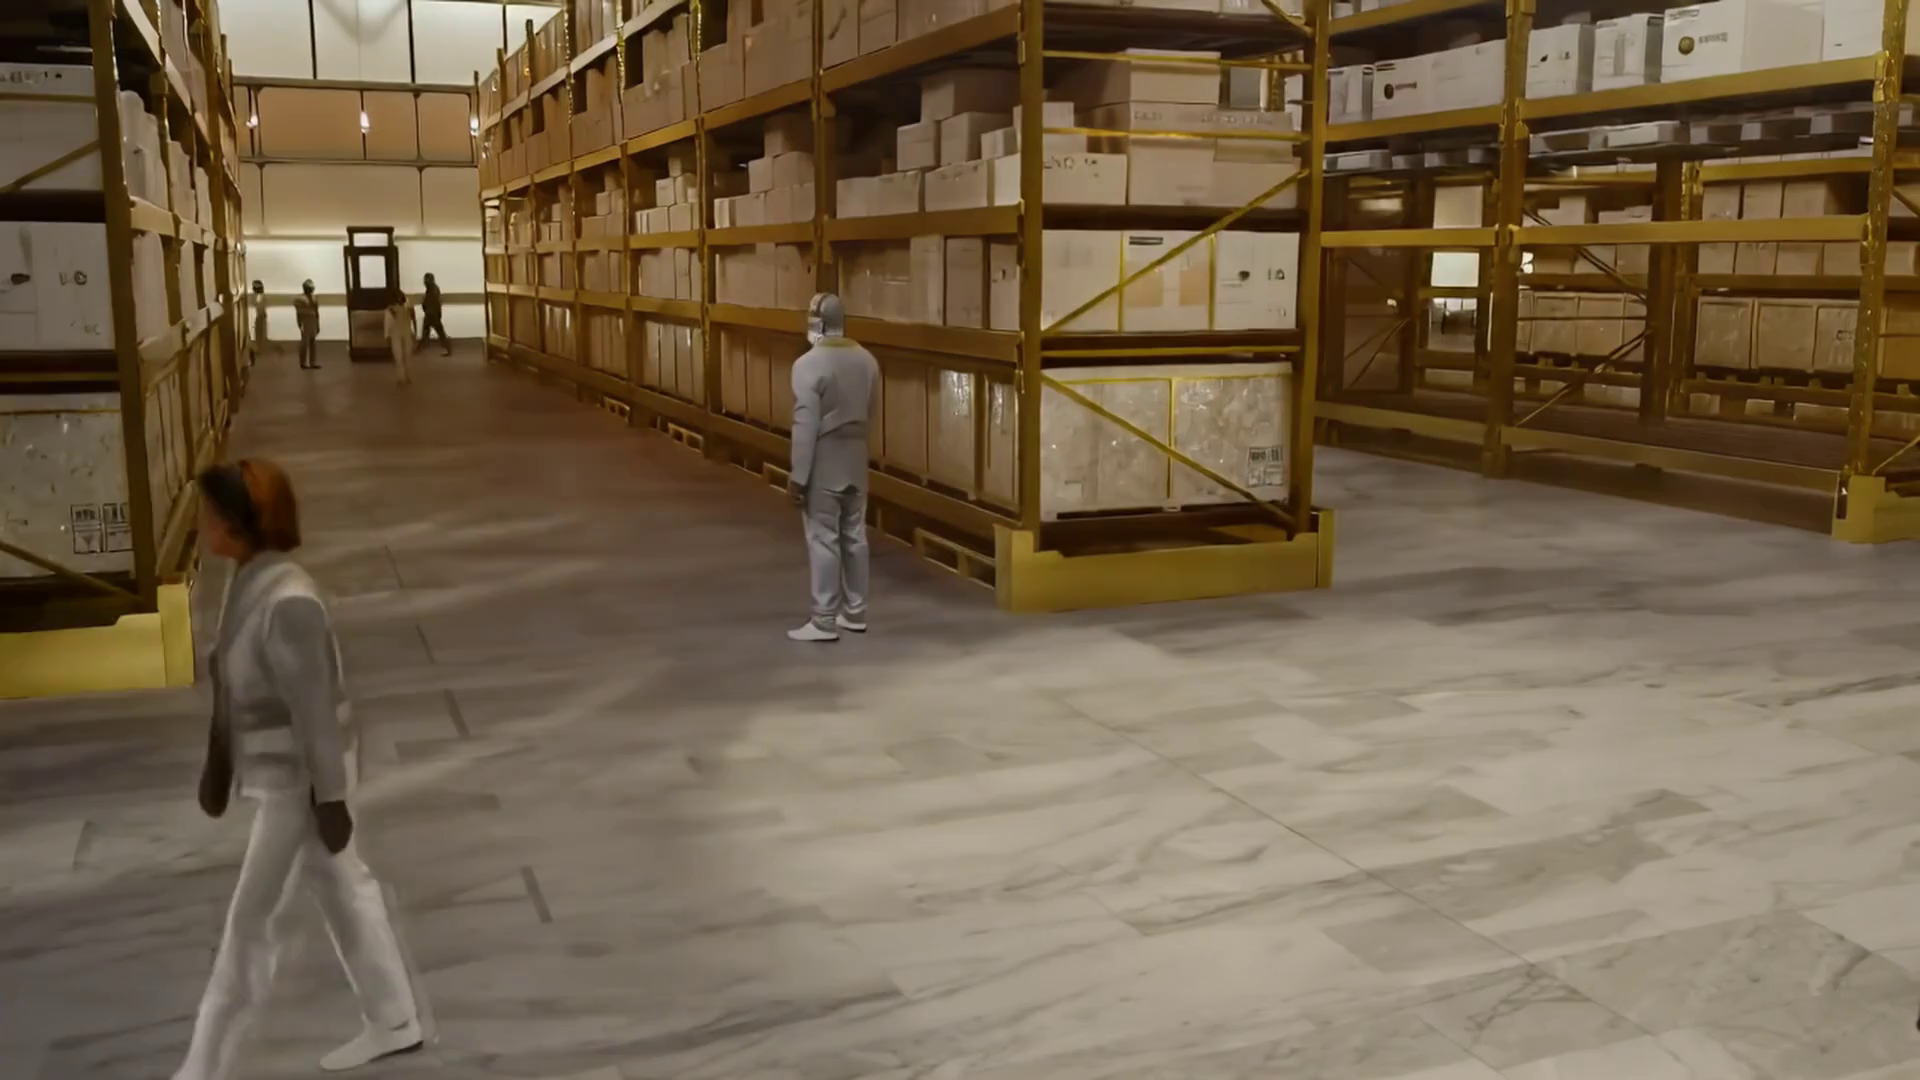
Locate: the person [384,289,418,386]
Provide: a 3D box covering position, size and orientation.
[{"bbox_3d":[-9.396,-3.398,27.964,0.539,1.619,0.495,-4,10,-21],"label":"person"}]

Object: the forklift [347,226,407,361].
[{"bbox_3d":[-12.438,-5.250,35.311,1.129,2.768,1.873,-4,10,-22],"label":"forklift"}]

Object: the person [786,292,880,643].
[{"bbox_3d":[-0.726,-0.396,9.136,0.408,1.913,0.641,6,11,34],"label":"person"}]

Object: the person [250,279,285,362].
[{"bbox_3d":[-14.549,-4.590,34.802,0.646,1.723,0.500,-3,10,-20],"label":"person"}]

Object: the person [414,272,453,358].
[{"bbox_3d":[-11.543,-4.872,36.114,0.999,1.855,0.648,-4,10,-22],"label":"person"}]

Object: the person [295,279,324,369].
[{"bbox_3d":[-12.645,-4.187,32.344,0.354,1.744,0.565,4,10,22],"label":"person"}]

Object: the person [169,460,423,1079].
[{"bbox_3d":[-1.722,0.608,4.045,0.834,1.596,0.538,-6,11,-34],"label":"person"}]
